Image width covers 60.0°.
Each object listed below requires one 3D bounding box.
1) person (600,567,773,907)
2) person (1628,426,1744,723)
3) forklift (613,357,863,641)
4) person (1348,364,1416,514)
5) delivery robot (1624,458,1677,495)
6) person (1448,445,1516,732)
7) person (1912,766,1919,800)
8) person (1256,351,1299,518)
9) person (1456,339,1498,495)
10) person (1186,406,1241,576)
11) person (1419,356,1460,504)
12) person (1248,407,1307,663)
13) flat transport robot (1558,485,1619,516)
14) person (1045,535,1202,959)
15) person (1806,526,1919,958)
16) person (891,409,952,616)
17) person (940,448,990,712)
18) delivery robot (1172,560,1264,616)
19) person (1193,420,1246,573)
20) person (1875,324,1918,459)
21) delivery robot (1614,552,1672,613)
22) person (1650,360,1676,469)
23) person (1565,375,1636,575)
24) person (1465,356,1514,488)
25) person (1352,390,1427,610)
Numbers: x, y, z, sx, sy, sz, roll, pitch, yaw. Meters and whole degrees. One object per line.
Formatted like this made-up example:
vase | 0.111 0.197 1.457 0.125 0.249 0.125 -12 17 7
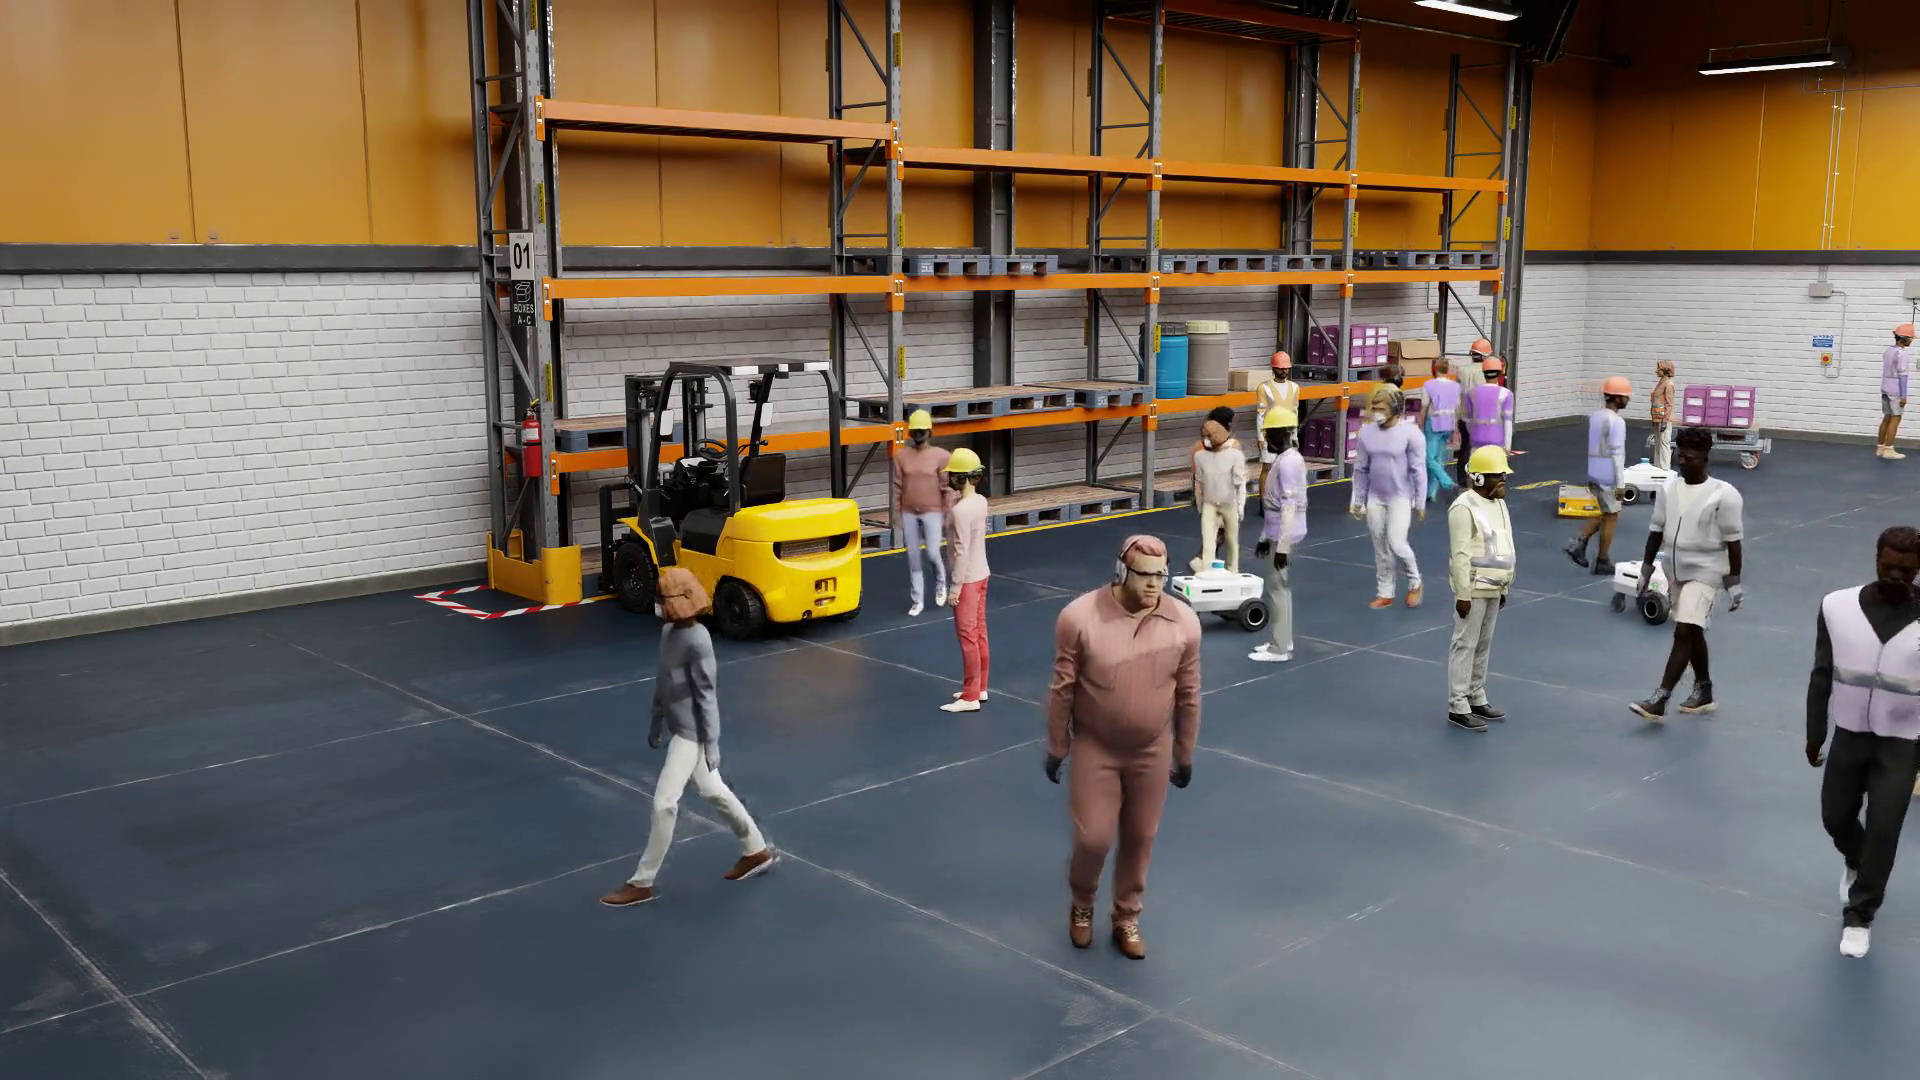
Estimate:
person | -1.285 0.906 7.899 0.864 1.589 0.518 -5 11 -25
person | 4.674 0.230 10.842 0.960 1.924 0.637 -4 11 -24
forklift | -1.847 -0.414 13.852 1.214 2.155 2.313 -9 13 -42
person | 5.015 -1.184 19.641 0.983 1.770 0.634 -4 10 -22
delivery robot | 8.389 -0.758 20.387 0.707 0.478 0.477 1 10 6
person | 3.365 0.300 10.729 0.403 1.833 0.586 8 13 40
person | 5.560 0.475 9.090 0.390 2.040 0.614 -3 10 -15
person | 3.704 -1.223 19.343 0.547 1.938 0.357 -3 10 -19
person | 6.535 -1.538 21.017 0.379 1.996 0.610 -8 13 -40
person | 2.342 -0.408 15.331 0.736 1.668 0.538 -9 13 -42
person | 5.866 -1.330 20.301 0.575 1.820 0.678 -5 11 -26
person | 2.411 -0.037 12.552 0.408 1.901 0.640 2 10 12
flat transport robot | 7.477 -0.469 19.798 0.652 0.197 1.431 3 10 20
person | 0.710 0.892 7.138 0.668 1.877 0.436 -2 10 -9
person | 4.065 0.850 7.340 0.591 1.897 0.645 7 12 36
person | -0.321 -0.233 14.070 0.523 1.759 0.409 3 10 17
person | 0.032 0.267 11.121 0.314 1.768 0.531 3 10 16
delivery robot | 2.096 0.407 13.552 0.707 0.478 0.477 -3 10 -15
person | 2.299 -0.270 14.798 0.529 1.569 0.880 4 11 23
person | 14.035 -2.221 24.915 0.408 2.033 0.620 1 10 4
delivery robot | 5.840 0.342 13.948 0.477 0.478 0.707 -3 10 -19
person | 9.452 -1.595 22.394 0.308 1.640 0.510 1 10 8
person | 6.120 -0.607 15.775 0.464 1.919 0.569 0 10 -3
person | 5.964 -1.117 18.795 0.559 1.909 0.532 6 11 30
person | 3.669 -0.331 14.209 0.476 1.916 0.643 -9 13 -42
